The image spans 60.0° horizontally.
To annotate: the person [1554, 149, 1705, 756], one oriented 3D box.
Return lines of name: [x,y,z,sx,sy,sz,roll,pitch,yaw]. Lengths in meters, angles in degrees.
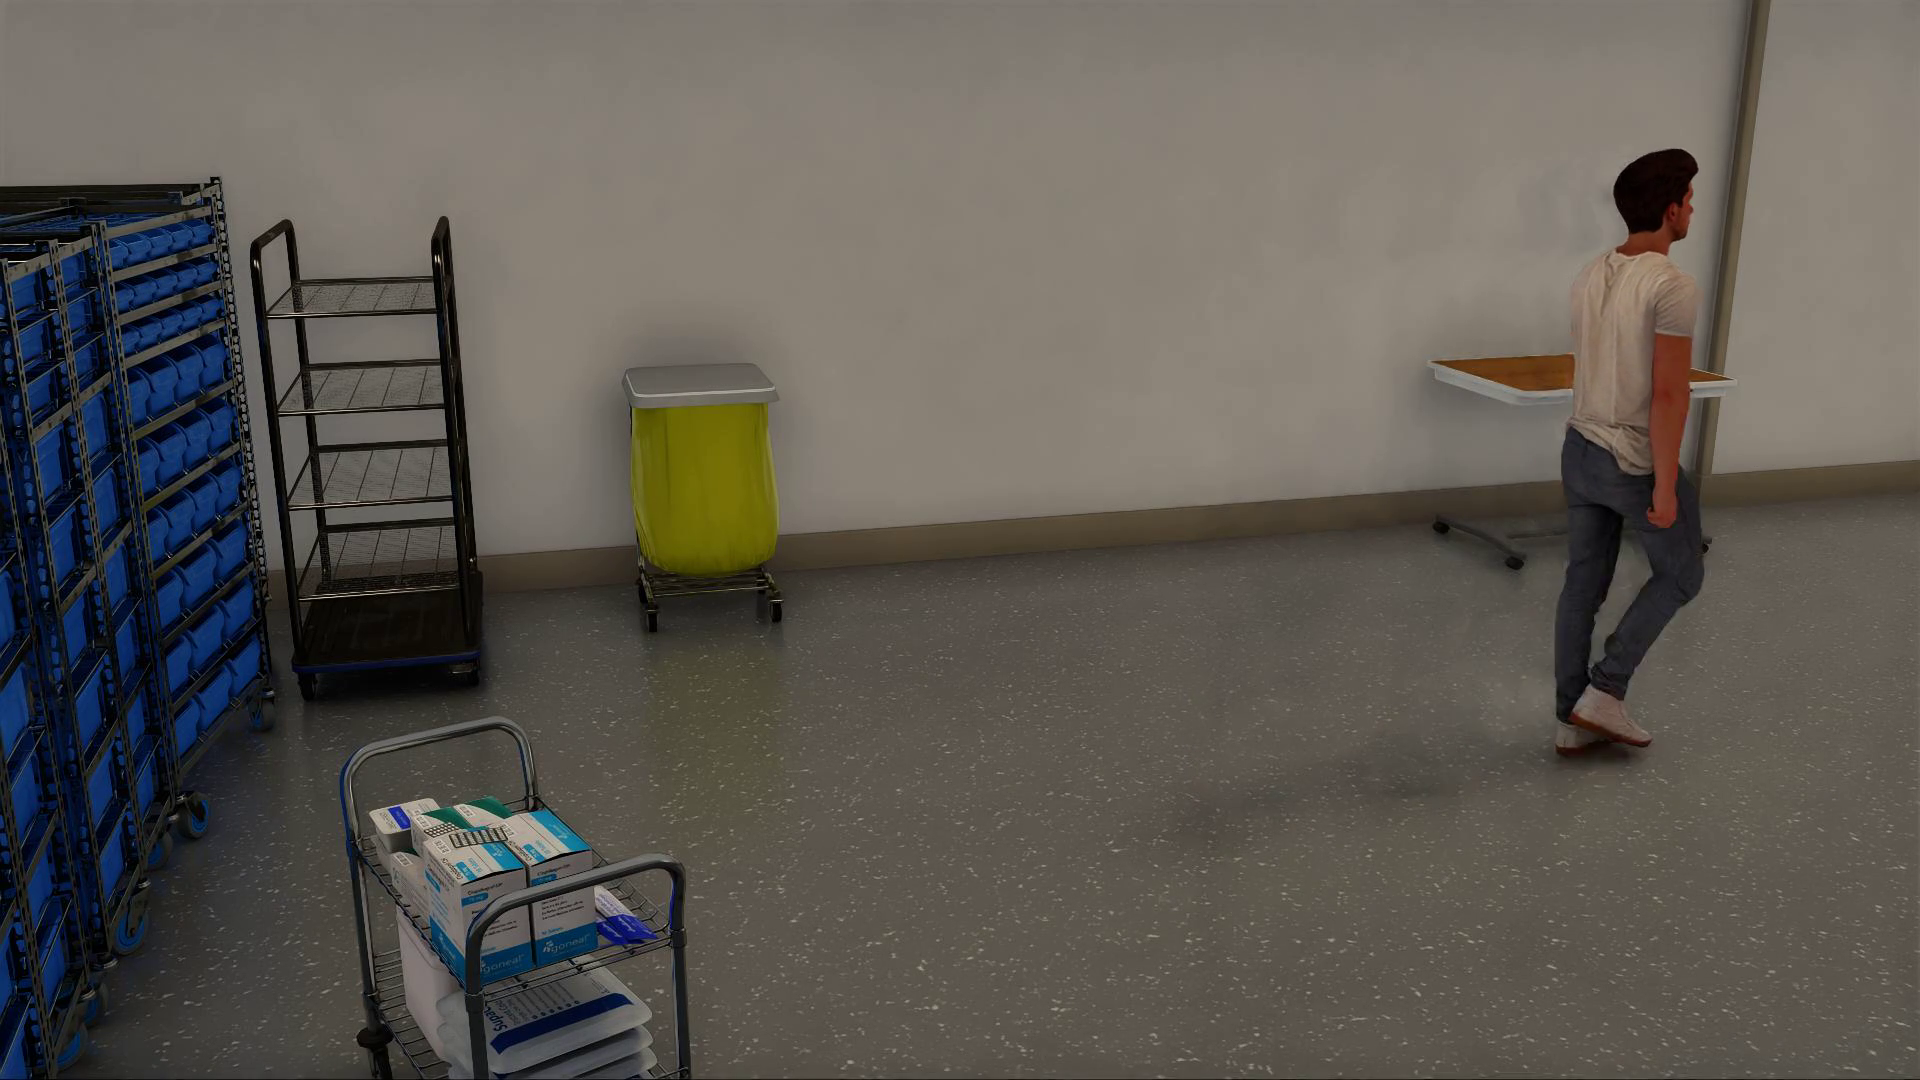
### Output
person: [1.960,-0.224,5.089,0.653,1.887,0.720,-6,17,-21]
